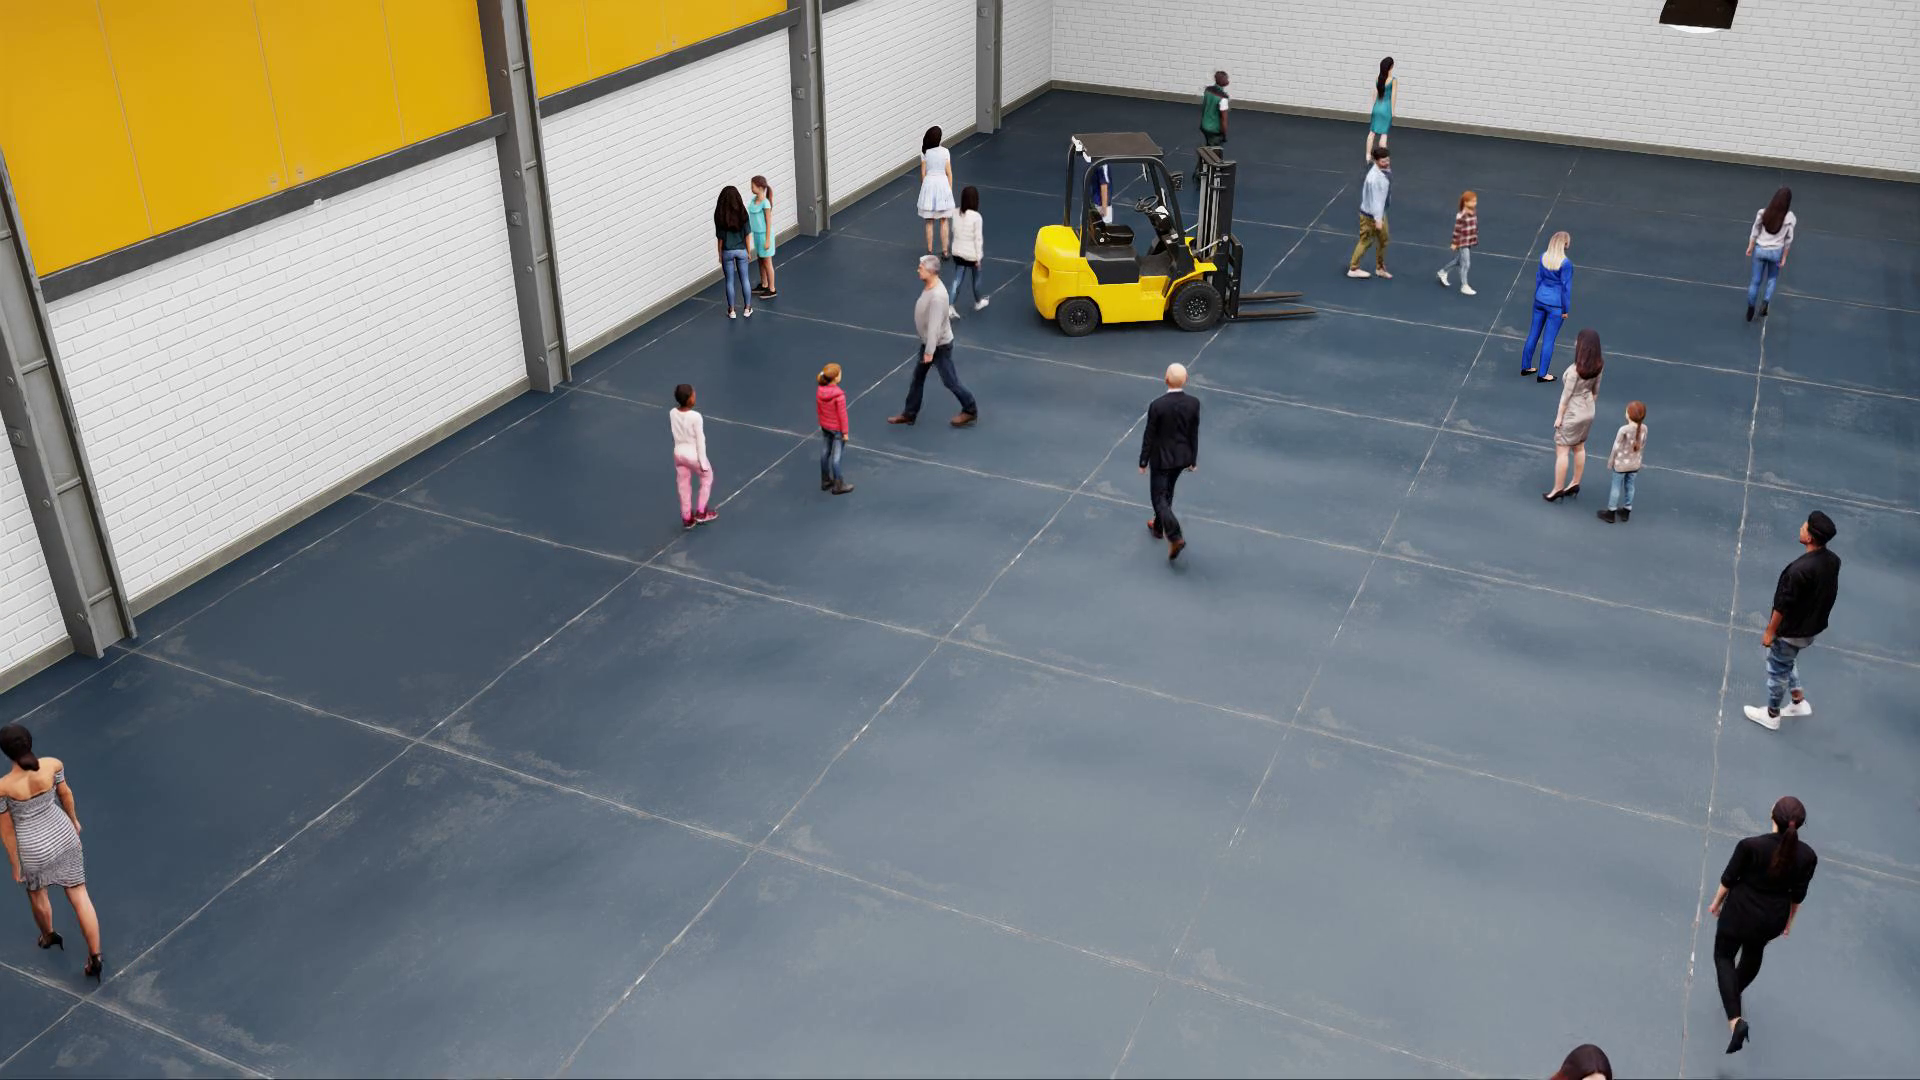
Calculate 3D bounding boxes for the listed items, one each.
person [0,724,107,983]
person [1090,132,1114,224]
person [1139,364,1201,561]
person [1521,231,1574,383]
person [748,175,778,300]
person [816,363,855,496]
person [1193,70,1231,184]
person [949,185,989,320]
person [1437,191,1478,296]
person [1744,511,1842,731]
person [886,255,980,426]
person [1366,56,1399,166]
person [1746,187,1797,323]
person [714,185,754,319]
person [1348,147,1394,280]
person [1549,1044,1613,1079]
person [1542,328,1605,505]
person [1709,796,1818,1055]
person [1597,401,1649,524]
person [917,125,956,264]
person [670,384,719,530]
[{"bbox_3d":[-5.436,1.927,10.016,0.837,1.800,0.894,21,35,34],"label":"person"},{"bbox_3d":[1.760,-4.361,21.522,1.009,1.821,1.054,-3,29,-6],"label":"person"},{"bbox_3d":[1.882,-0.685,14.830,1.127,1.775,1.194,-9,30,-16],"label":"person"},{"bbox_3d":[6.518,-2.594,18.408,0.740,1.700,0.710,-14,32,-24],"label":"person"},{"bbox_3d":[-2.459,-3.802,20.772,0.686,1.558,0.644,-15,32,-26],"label":"person"},{"bbox_3d":[-1.234,-1.080,16.034,0.568,1.315,0.559,23,36,36],"label":"person"},{"bbox_3d":[3.762,-6.065,24.660,0.943,1.807,0.899,-18,33,-29],"label":"person"},{"bbox_3d":[0.038,-3.438,20.051,0.713,1.610,1.076,16,33,27],"label":"person"},{"bbox_3d":[6.325,-3.789,21.024,0.899,1.293,0.840,-21,35,-33],"label":"person"},{"bbox_3d":[6.282,0.657,12.345,0.795,1.800,0.888,-18,34,-30],"label":"person"},{"bbox_3d":[-0.161,-2.015,17.176,1.259,1.863,1.276,-5,29,-10],"label":"person"},{"bbox_3d":[6.570,-6.663,25.888,0.625,1.681,0.627,-24,37,-37],"label":"person"},{"bbox_3d":[9.698,-3.408,19.983,0.610,1.621,0.569,13,31,22],"label":"person"},{"bbox_3d":[-2.741,-3.494,20.148,0.711,1.615,0.754,-6,29,-10],"label":"person"},{"bbox_3d":[5.240,-4.176,21.235,0.903,1.770,0.842,13,31,22],"label":"person"},{"bbox_3d":[2.913,3.045,8.131,0.782,1.642,0.878,-2,29,-4],"label":"person"},{"bbox_3d":[5.837,-1.169,15.750,0.631,1.743,0.725,-15,32,-26],"label":"person"},{"bbox_3d":[4.601,2.234,9.623,0.781,1.637,1.039,4,29,8],"label":"person"},{"bbox_3d":[6.224,-0.729,15.519,0.546,1.192,0.594,-7,29,-12],"label":"person"},{"bbox_3d":[-0.308,-4.542,21.856,0.774,1.818,0.805,5,29,9],"label":"person"},{"bbox_3d":[-2.526,-0.756,15.312,0.579,1.439,0.594,15,32,25],"label":"person"}]
